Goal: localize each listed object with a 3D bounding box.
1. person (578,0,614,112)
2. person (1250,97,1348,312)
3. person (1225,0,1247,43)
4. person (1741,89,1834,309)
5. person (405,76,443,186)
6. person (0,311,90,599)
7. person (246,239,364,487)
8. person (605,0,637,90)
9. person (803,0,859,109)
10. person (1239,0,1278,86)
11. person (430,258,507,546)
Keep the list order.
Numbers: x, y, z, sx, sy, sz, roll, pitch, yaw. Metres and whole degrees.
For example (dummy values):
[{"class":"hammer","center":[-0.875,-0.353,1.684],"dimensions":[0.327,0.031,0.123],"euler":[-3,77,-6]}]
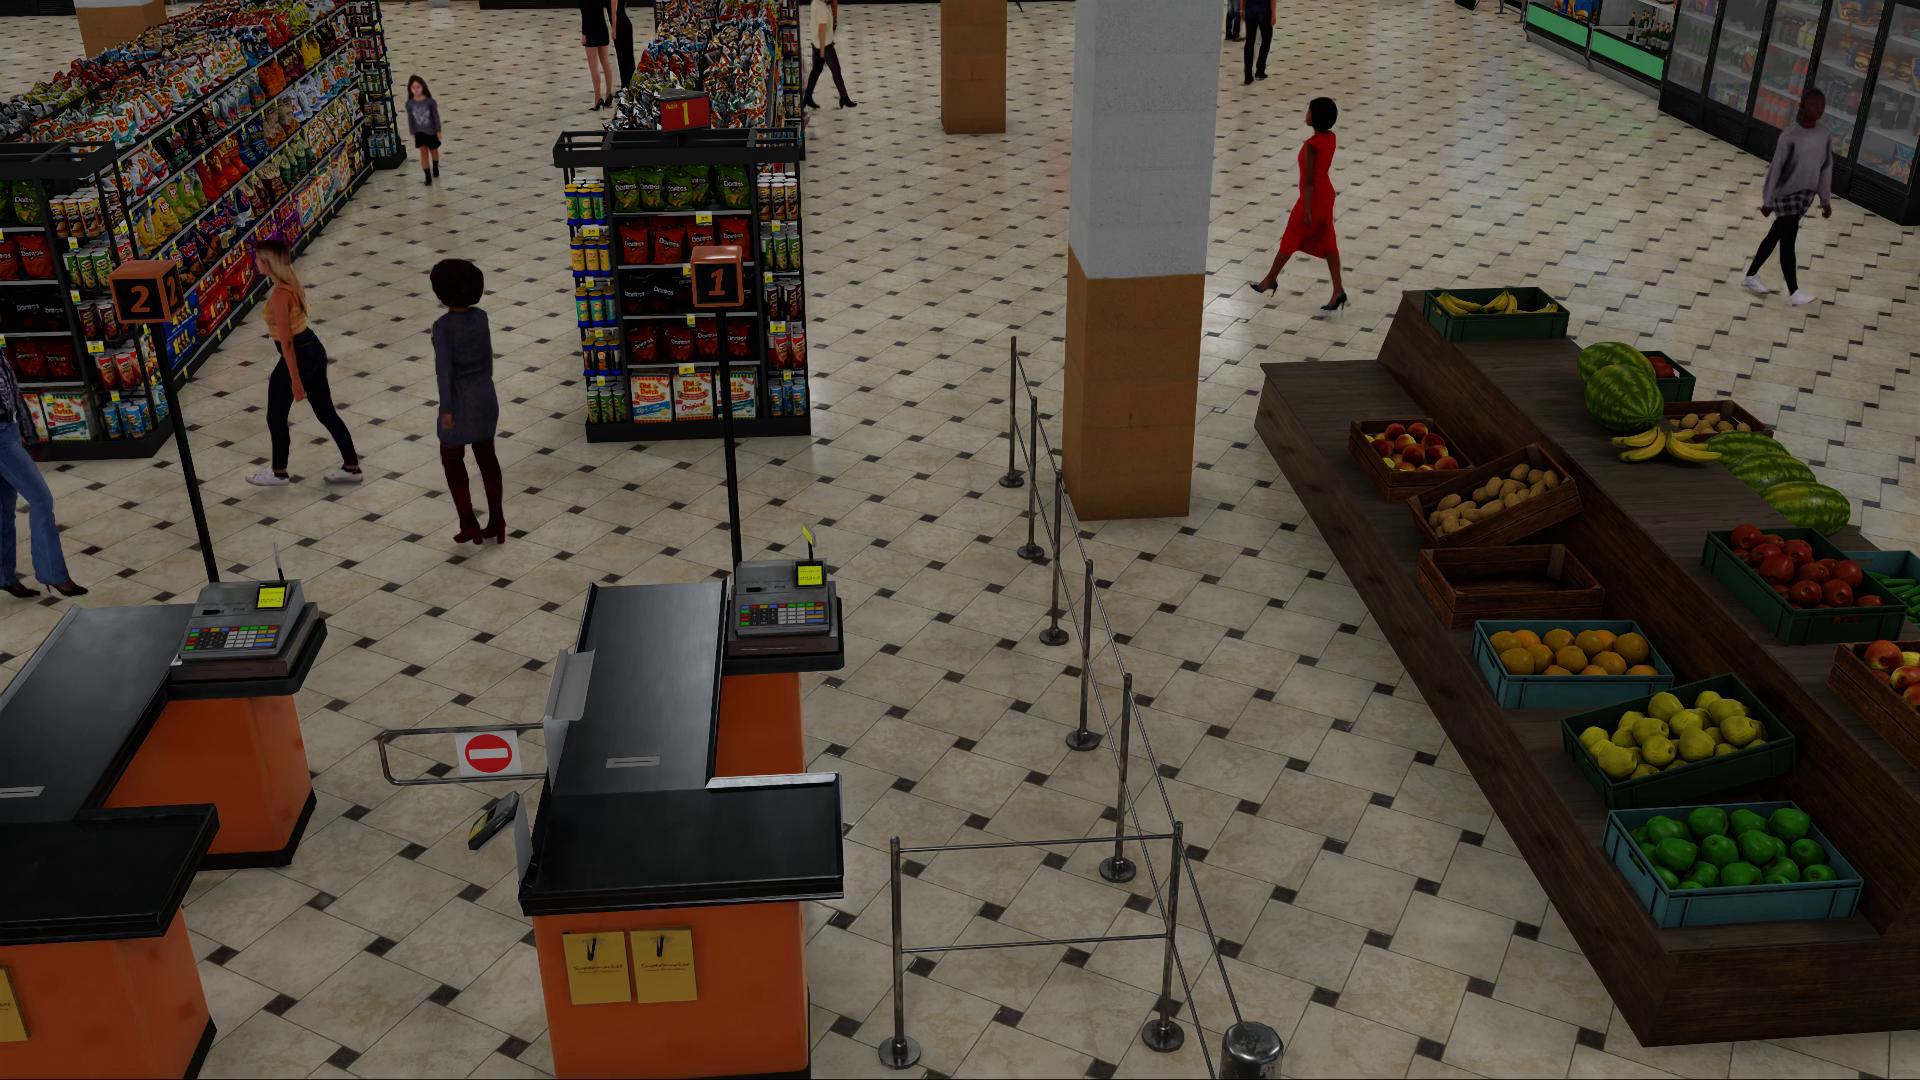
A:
[{"class":"person","center":[-4.435,-6.123,20.155],"dimensions":[0.713,1.768,0.611],"euler":[13,29,23]},{"class":"person","center":[2.931,-2.642,13.373],"dimensions":[1.121,1.693,1.076],"euler":[20,33,34]},{"class":"person","center":[4.023,-7.981,24.328],"dimensions":[0.642,1.307,0.547],"euler":[-14,30,-26]},{"class":"person","center":[6.777,-2.819,13.686],"dimensions":[0.795,1.725,1.201],"euler":[-8,28,-15]},{"class":"person","center":[-5.526,-4.258,17.233],"dimensions":[0.554,1.084,0.812],"euler":[-7,28,-14]},{"class":"person","center":[-5.304,-0.473,9.015],"dimensions":[0.791,1.766,0.767],"euler":[-6,27,-11]},{"class":"person","center":[-4.028,-1.069,10.372],"dimensions":[0.675,1.601,0.859],"euler":[-1,27,-2]},{"class":"person","center":[-4.258,-6.432,20.949],"dimensions":[0.674,1.600,0.517],"euler":[3,27,6]},{"class":"person","center":[-1.718,-5.974,20.096],"dimensions":[0.807,1.554,0.890],"euler":[-9,28,-18]},{"class":"person","center":[3.810,-6.774,21.429],"dimensions":[0.812,1.776,0.845],"euler":[11,29,20]},{"class":"person","center":[-2.829,-0.758,9.667],"dimensions":[0.826,1.685,0.755],"euler":[11,29,20]}]
